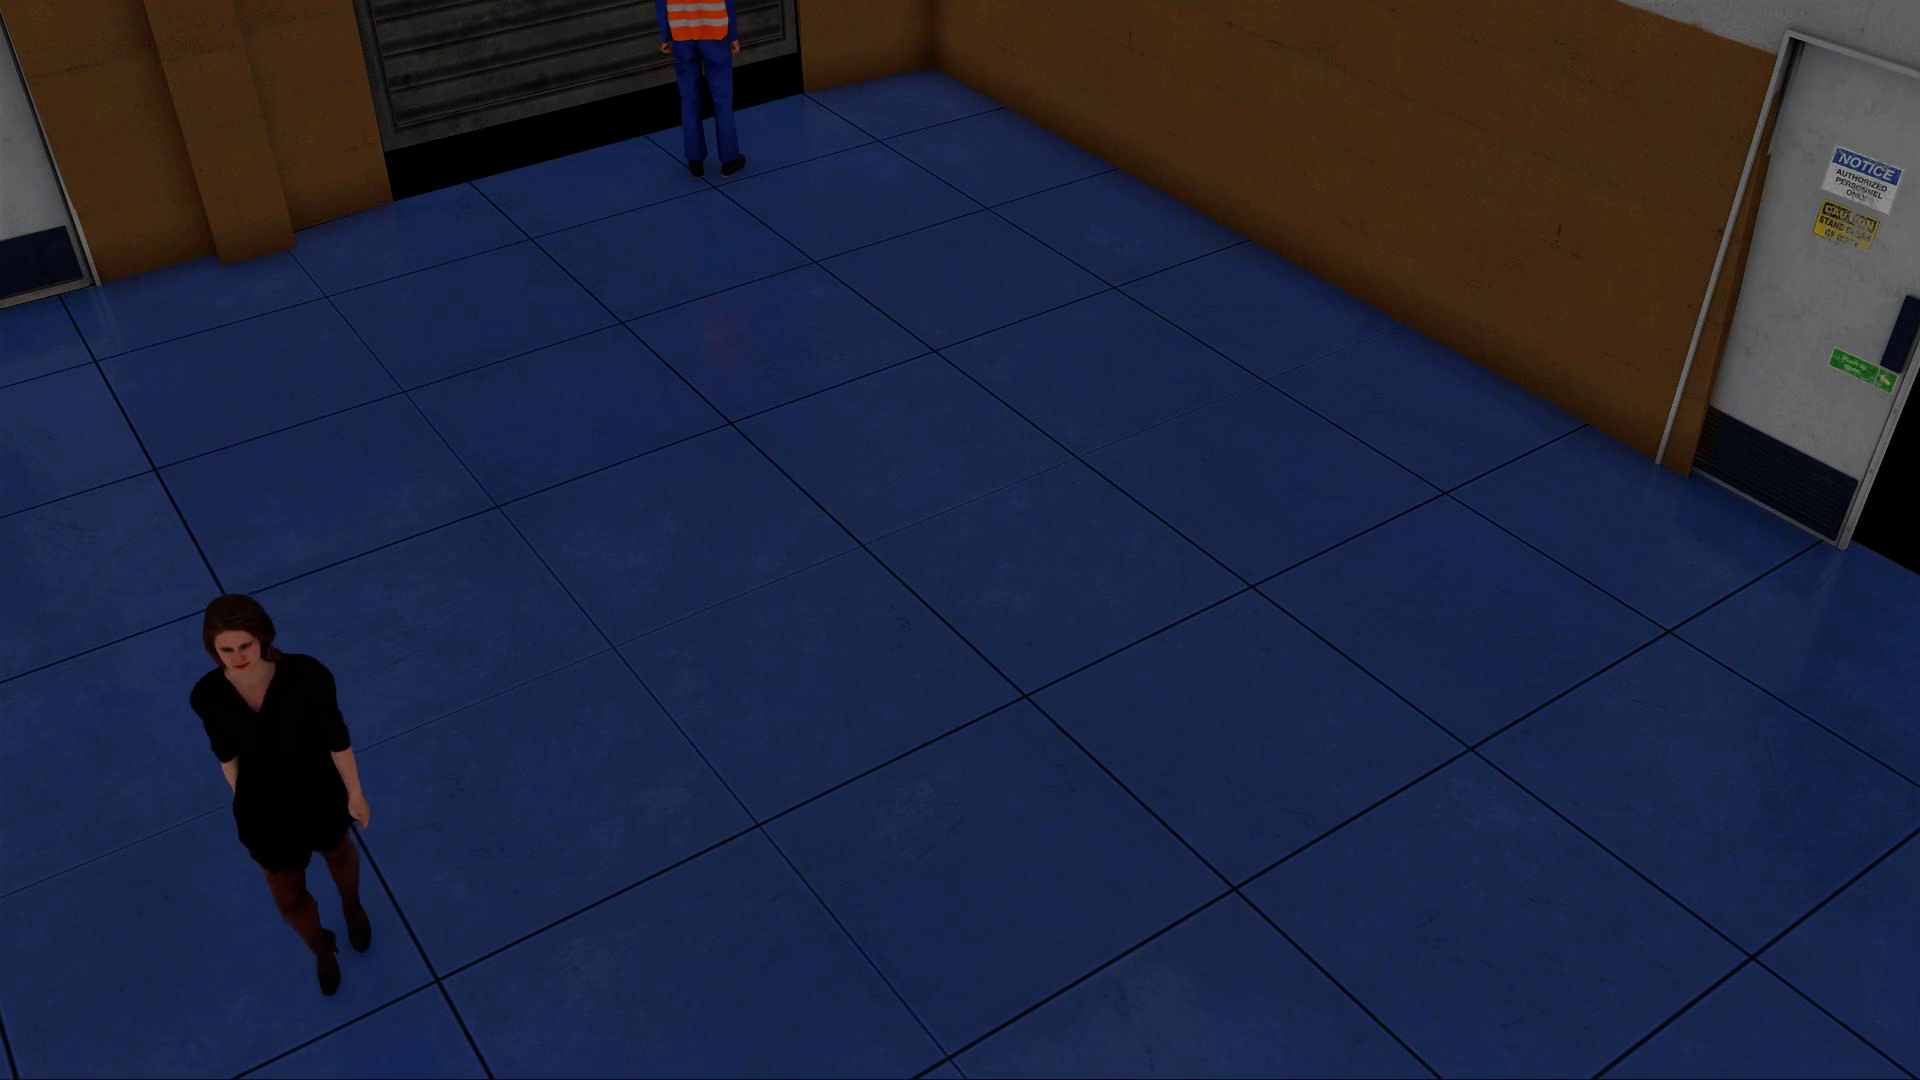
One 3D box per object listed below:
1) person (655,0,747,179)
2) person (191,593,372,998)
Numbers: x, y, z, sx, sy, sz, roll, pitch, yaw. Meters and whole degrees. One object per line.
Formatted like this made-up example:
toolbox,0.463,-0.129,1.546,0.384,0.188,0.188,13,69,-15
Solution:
person,-1.719,-3.306,11.000,0.758,1.863,0.848,1,37,2
person,-2.252,0.803,5.657,0.674,1.689,0.740,-13,39,-17
